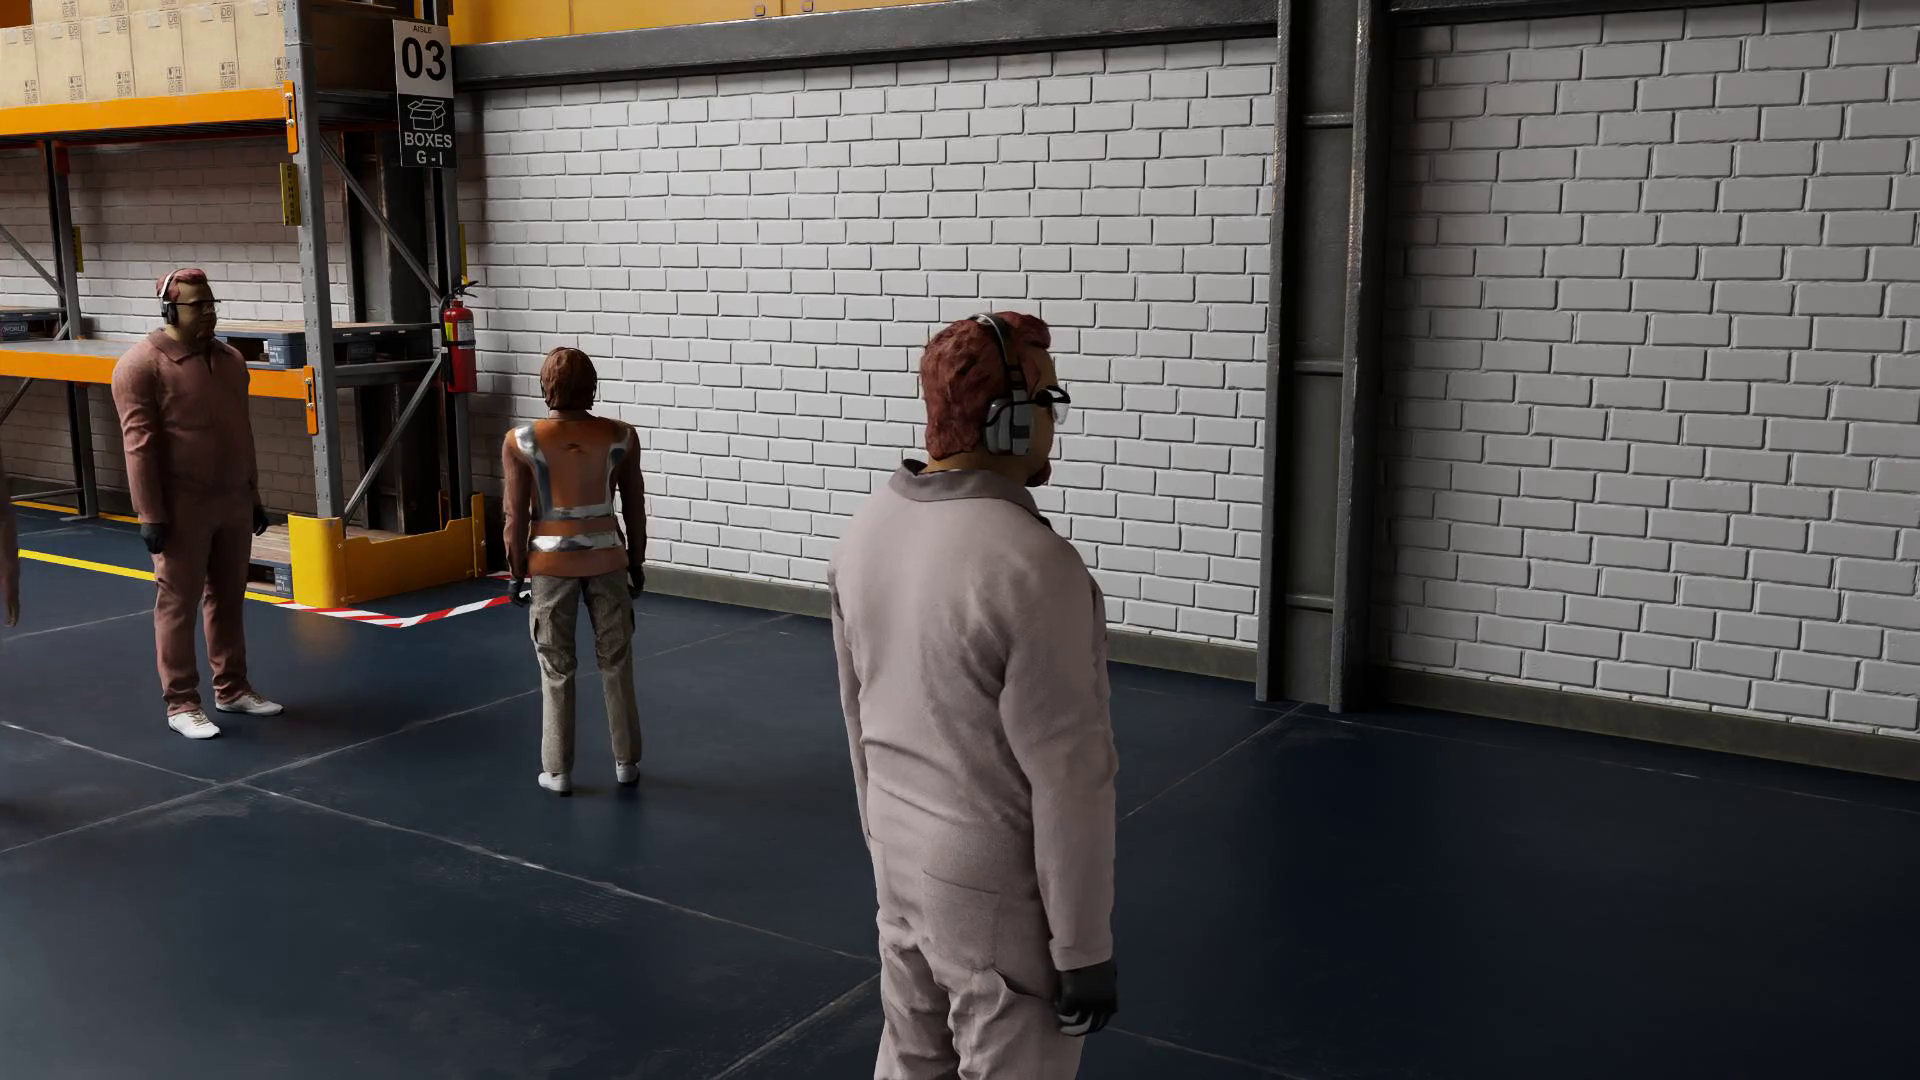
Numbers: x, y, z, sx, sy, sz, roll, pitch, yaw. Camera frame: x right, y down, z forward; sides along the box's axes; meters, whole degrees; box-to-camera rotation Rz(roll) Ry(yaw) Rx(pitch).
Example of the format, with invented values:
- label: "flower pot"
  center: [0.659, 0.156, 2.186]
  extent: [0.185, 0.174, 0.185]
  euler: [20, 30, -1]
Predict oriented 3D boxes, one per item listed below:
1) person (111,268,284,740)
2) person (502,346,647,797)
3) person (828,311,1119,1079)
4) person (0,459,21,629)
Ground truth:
- label: "person"
  center: [-3.112, -0.154, 6.855]
  extent: [0.408, 1.908, 0.646]
  euler: [4, 11, 19]
- label: "person"
  center: [-1.398, 0.119, 6.083]
  extent: [0.517, 1.639, 0.313]
  euler: [-4, 11, -22]
- label: "person"
  center: [0.055, 0.576, 2.813]
  extent: [0.409, 1.909, 0.642]
  euler: [-7, 12, -35]
- label: "person"
  center: [-3.436, 0.173, 5.535]
  extent: [0.549, 1.714, 0.891]
  euler: [-6, 12, -30]
